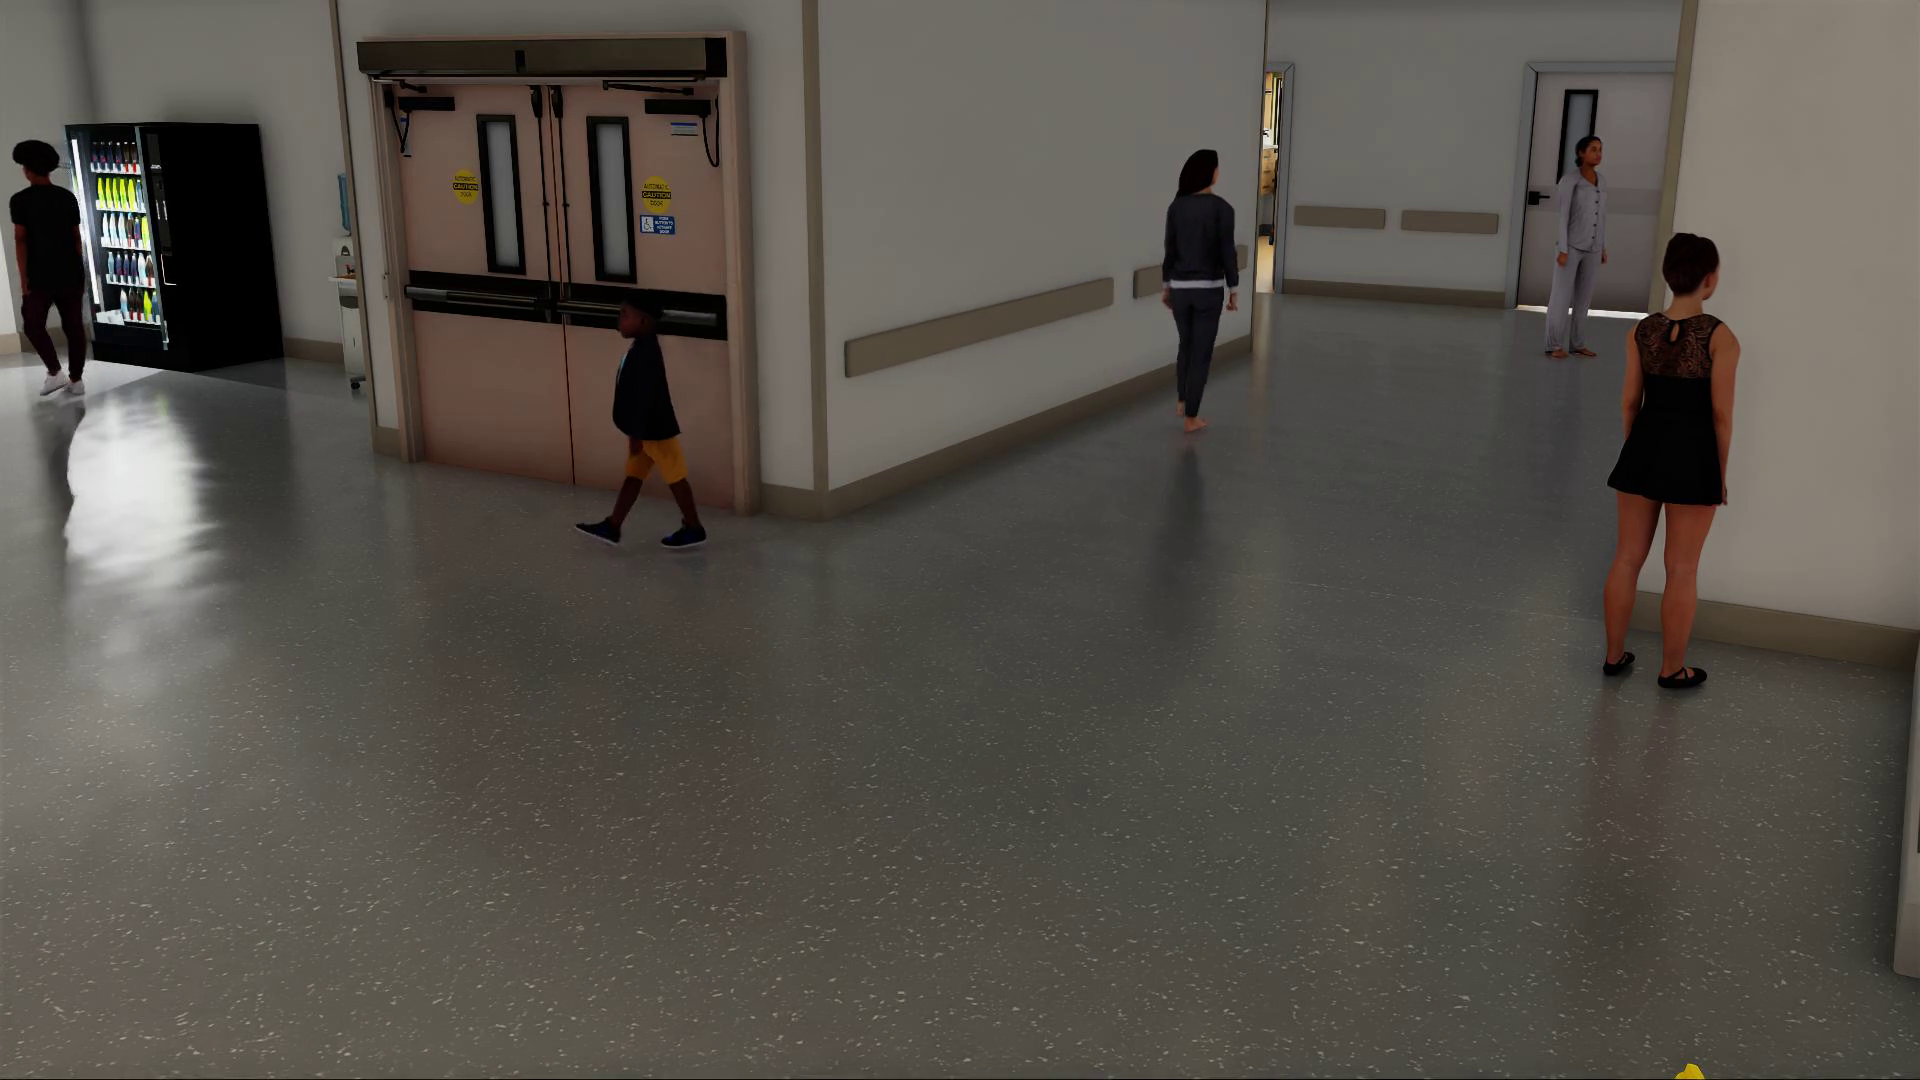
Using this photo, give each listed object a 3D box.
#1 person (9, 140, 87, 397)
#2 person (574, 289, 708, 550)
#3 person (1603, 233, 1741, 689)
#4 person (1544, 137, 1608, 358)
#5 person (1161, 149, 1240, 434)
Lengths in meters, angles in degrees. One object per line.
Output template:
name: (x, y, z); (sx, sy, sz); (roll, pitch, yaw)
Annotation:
person: (-6.306, -1.877, 11.581); (0.783, 1.776, 0.689); (13, 21, 39)
person: (-1.387, -0.549, 7.851); (0.898, 1.245, 0.853); (-5, 16, -16)
person: (2.610, -0.285, 6.124); (0.701, 1.675, 0.588); (-14, 21, -41)
person: (4.969, -2.360, 13.372); (0.711, 1.735, 0.743); (-6, 17, -22)
person: (1.454, -1.549, 10.459); (0.580, 1.755, 0.700); (10, 19, 32)
